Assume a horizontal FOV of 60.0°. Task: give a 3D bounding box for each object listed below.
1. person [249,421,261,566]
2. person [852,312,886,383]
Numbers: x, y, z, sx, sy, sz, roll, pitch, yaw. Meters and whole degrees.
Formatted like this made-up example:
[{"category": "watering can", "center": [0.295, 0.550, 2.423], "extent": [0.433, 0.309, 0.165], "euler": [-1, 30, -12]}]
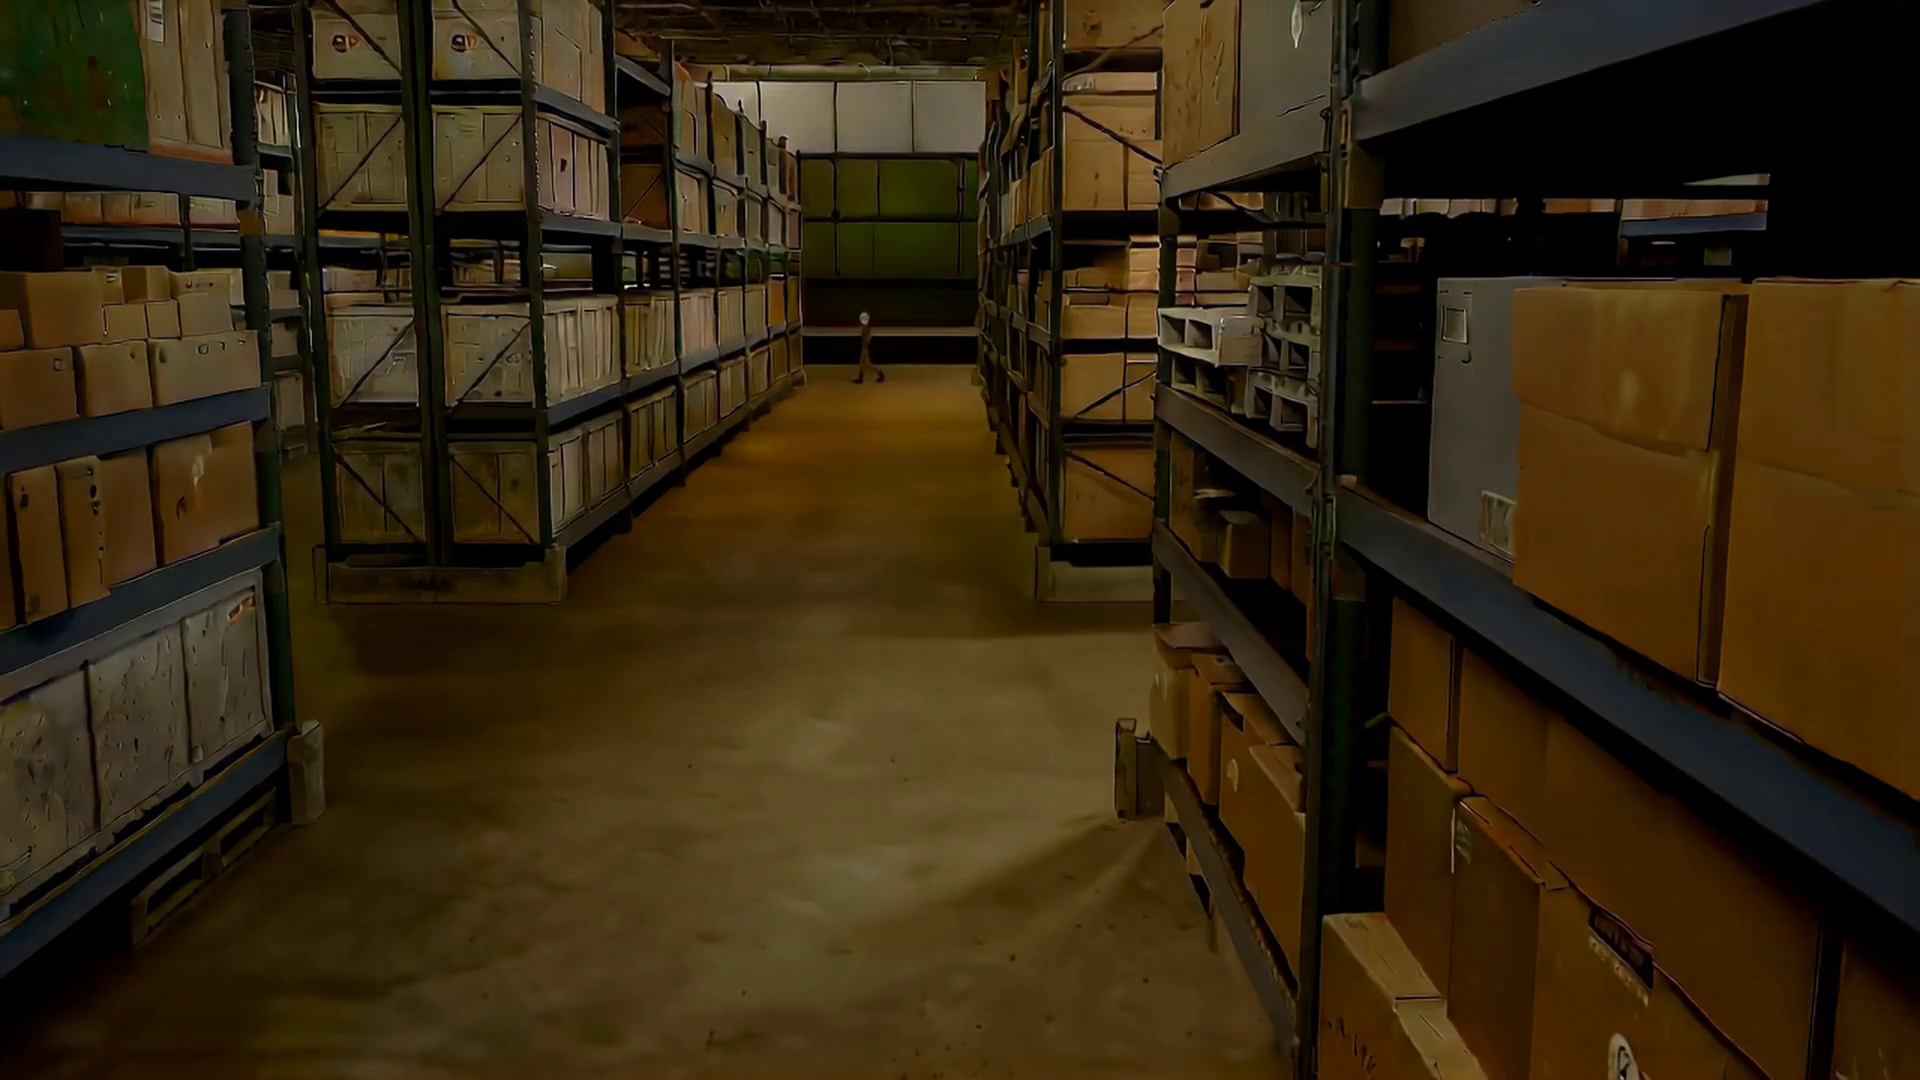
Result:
[{"category": "person", "center": [-7.240, -0.582, 16.945], "extent": [0.503, 1.726, 0.377], "euler": [-3, 10, -16]}, {"category": "person", "center": [-2.408, -5.082, 43.996], "extent": [0.845, 1.910, 0.551], "euler": [0, 9, -2]}]
